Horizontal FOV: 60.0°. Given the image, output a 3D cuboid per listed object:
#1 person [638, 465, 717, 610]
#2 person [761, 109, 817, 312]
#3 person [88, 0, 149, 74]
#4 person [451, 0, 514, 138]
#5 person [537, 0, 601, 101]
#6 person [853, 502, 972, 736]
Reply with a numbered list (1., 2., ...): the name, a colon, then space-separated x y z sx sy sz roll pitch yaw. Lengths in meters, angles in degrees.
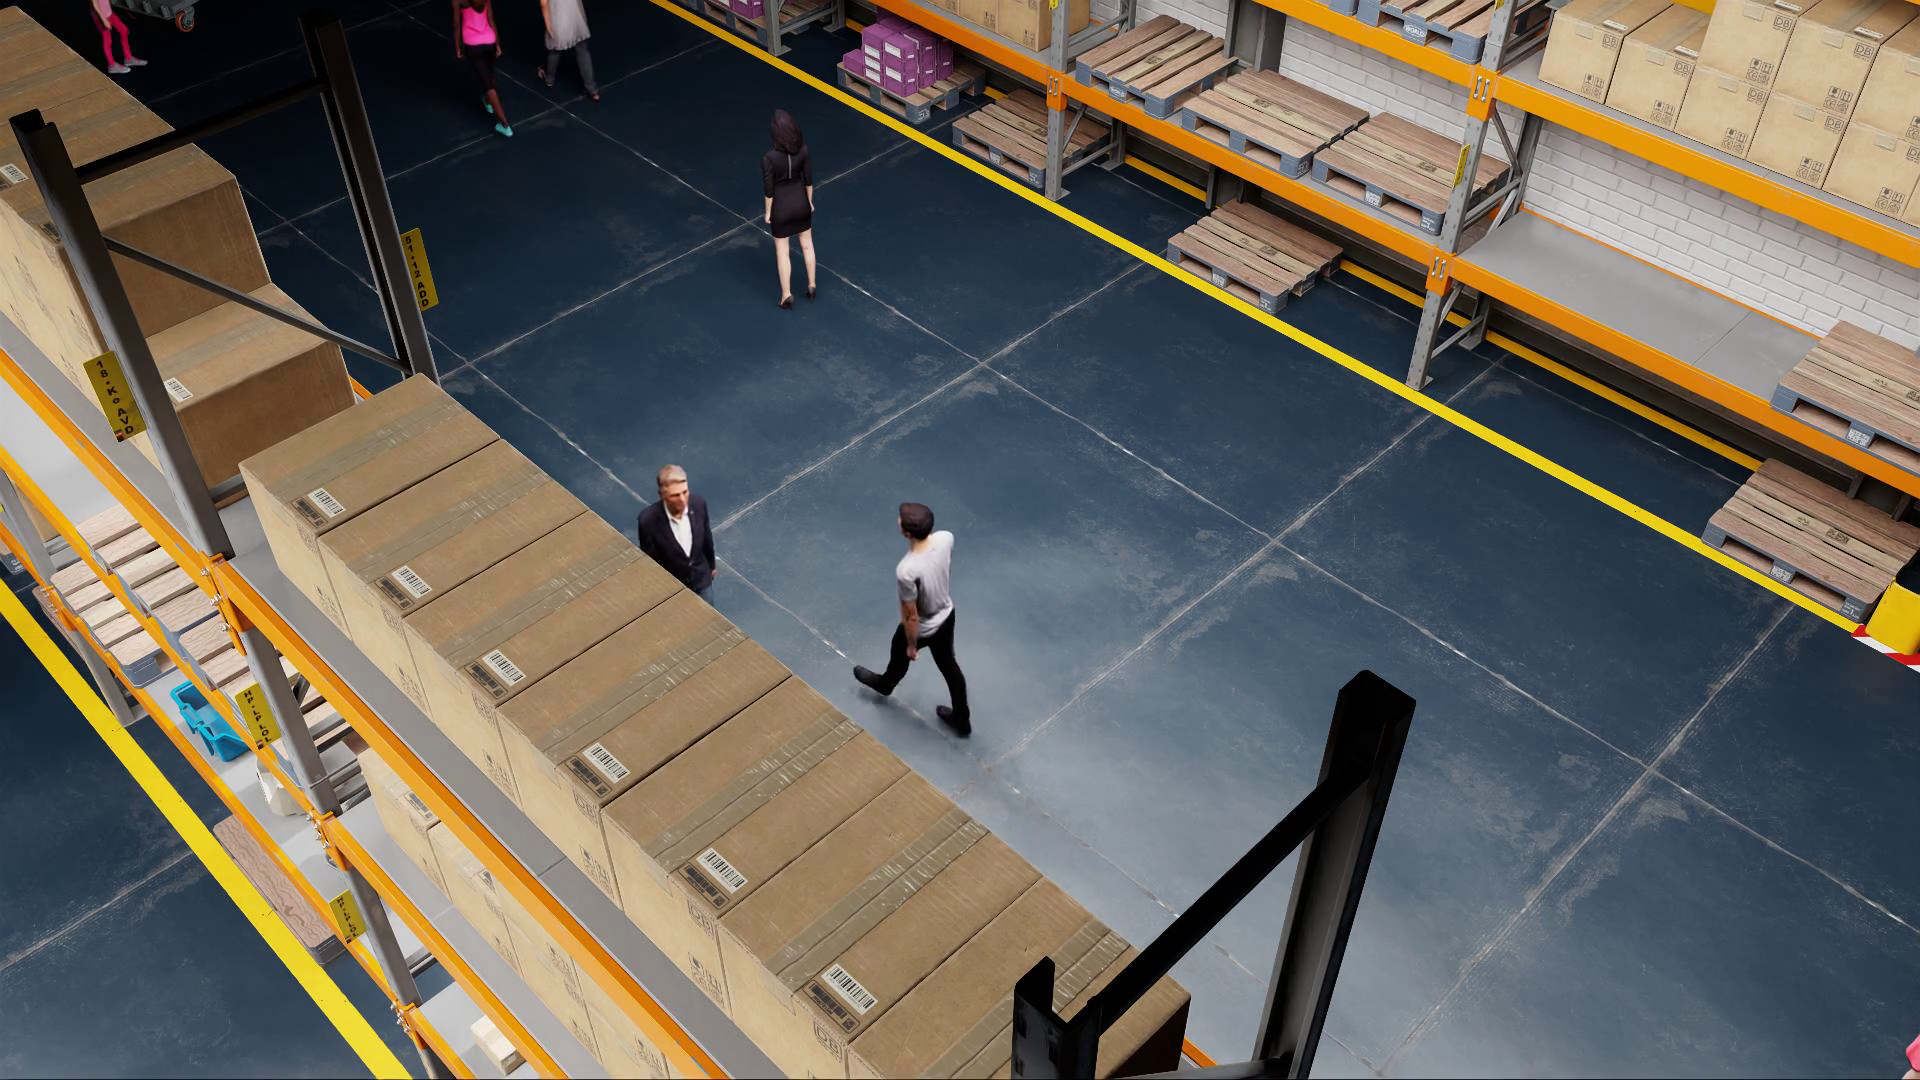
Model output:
1. person: -1.832 0.188 10.705 0.860 1.795 1.109 -21 48 -21
2. person: -1.404 -2.710 13.739 0.634 1.806 0.568 -22 48 -21
3. person: -8.776 -5.347 16.902 0.723 1.261 0.667 -4 44 -4
4. person: -4.547 -4.667 15.881 0.635 1.684 1.057 -29 51 -27
5. person: -3.857 -5.088 16.411 0.652 1.563 1.006 -32 52 -29
6. person: -0.132 0.554 10.298 1.133 1.827 0.790 30 51 28
